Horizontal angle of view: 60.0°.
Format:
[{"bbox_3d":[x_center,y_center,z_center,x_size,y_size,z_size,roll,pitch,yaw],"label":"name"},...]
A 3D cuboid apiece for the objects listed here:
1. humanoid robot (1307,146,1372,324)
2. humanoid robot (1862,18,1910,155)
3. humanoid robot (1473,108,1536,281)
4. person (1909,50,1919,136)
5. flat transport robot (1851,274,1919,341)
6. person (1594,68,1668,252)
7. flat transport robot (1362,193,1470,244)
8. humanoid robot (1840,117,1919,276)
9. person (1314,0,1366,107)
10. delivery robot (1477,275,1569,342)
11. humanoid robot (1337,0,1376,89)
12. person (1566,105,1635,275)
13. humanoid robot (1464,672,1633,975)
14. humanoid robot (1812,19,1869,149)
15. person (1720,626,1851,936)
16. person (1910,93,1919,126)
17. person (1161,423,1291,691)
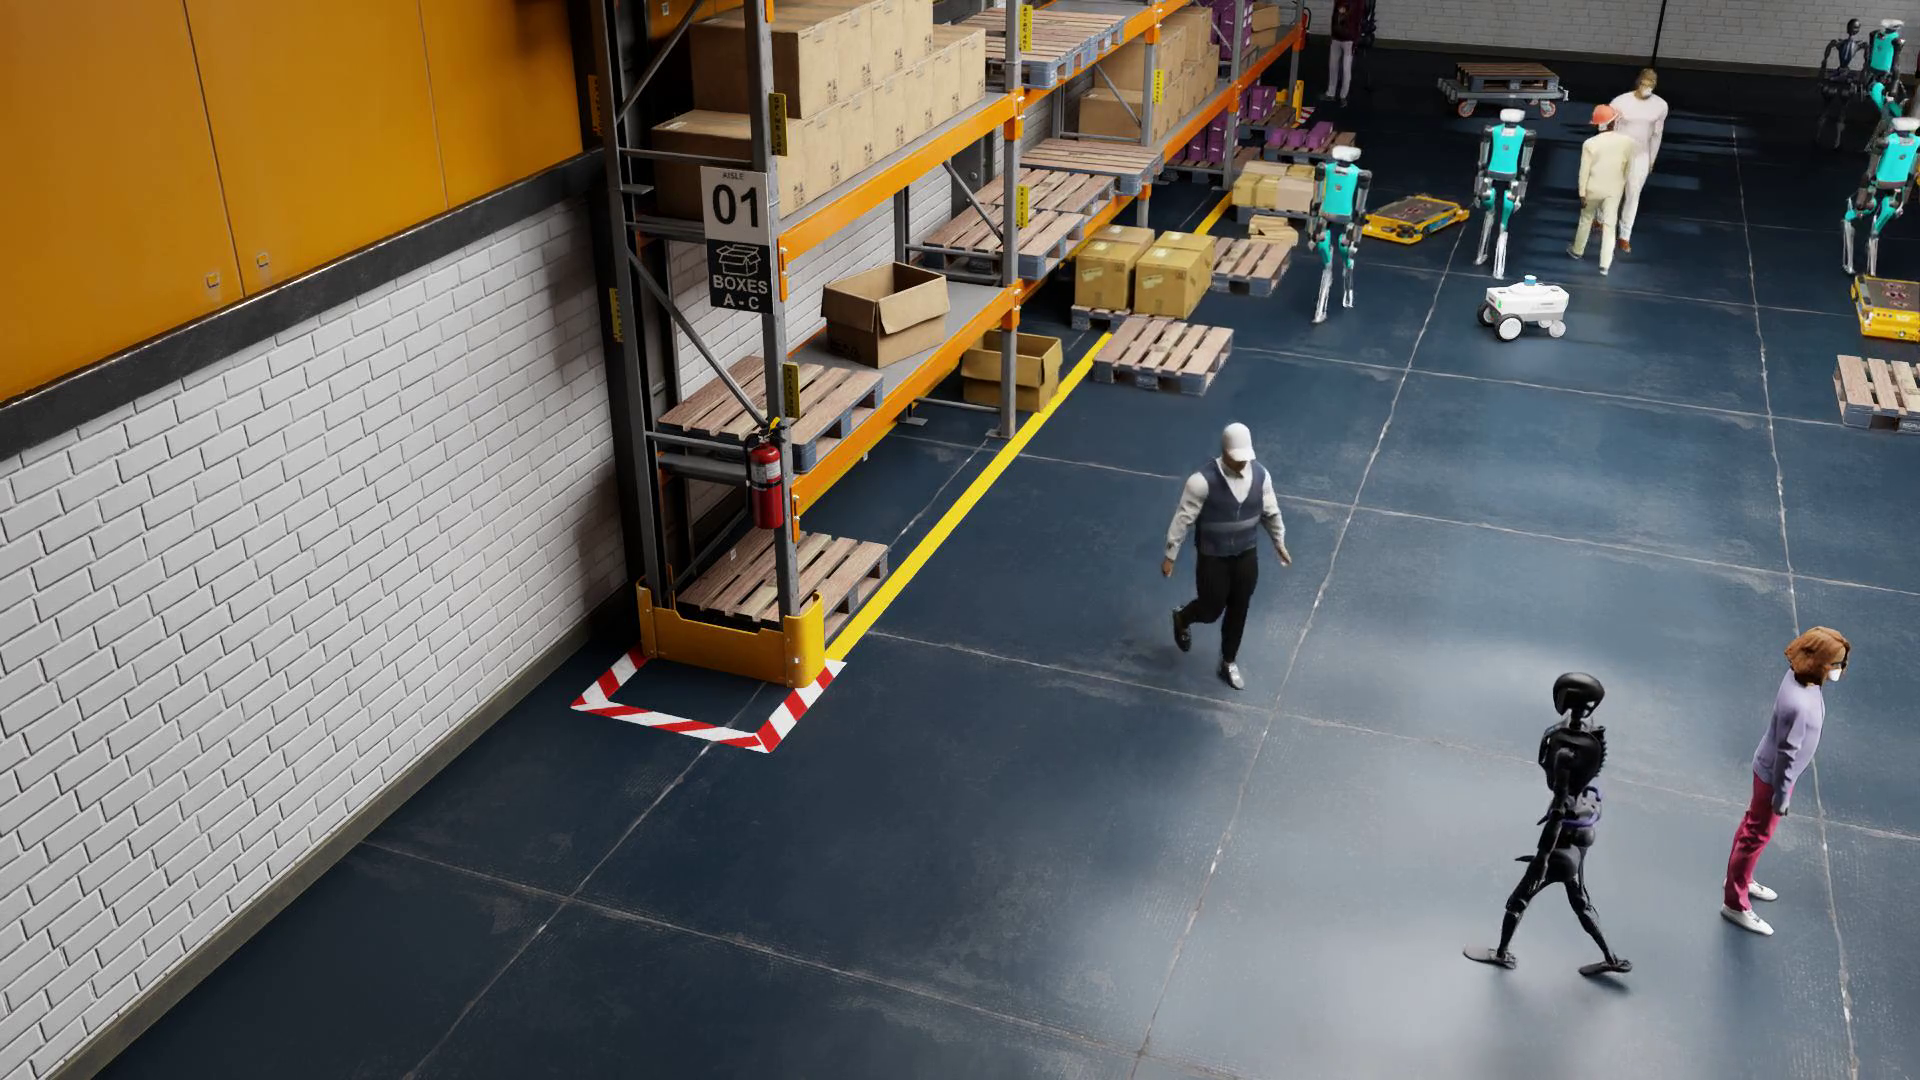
[{"bbox_3d":[3.664,-2.941,15.908,0.567,1.809,0.928,13,30,24],"label":"humanoid robot"},{"bbox_3d":[11.993,-5.802,21.436,0.798,1.804,0.556,-7,28,-13],"label":"humanoid robot"},{"bbox_3d":[5.604,-3.629,17.204,0.541,1.772,0.857,10,29,19],"label":"humanoid robot"},{"bbox_3d":[13.126,-6.290,22.235,0.634,1.841,0.429,11,29,21],"label":"person"},{"bbox_3d":[9.059,-2.248,16.112,0.659,0.231,1.431,10,29,19],"label":"flat transport robot"},{"bbox_3d":[7.247,-4.160,18.037,0.639,1.914,0.854,4,28,7],"label":"person"},{"bbox_3d":[5.134,-3.635,18.801,0.659,0.231,1.431,22,35,36],"label":"flat transport robot"},{"bbox_3d":[9.251,-3.458,16.880,0.550,1.788,0.834,0,27,0],"label":"humanoid robot"},{"bbox_3d":[5.489,-7.243,24.021,0.705,1.903,0.455,24,36,38],"label":"person"},{"bbox_3d":[5.328,-2.198,15.697,0.782,0.589,0.499,-3,27,-5],"label":"delivery robot"},{"bbox_3d":[6.031,-7.661,25.105,0.611,1.628,0.709,-23,35,-37],"label":"humanoid robot"},{"bbox_3d":[6.673,-3.657,17.286,0.572,1.688,0.876,2,27,3],"label":"person"},{"bbox_3d":[2.825,1.346,7.656,0.752,1.630,0.589,13,30,23],"label":"humanoid robot"},{"bbox_3d":[11.569,-5.986,21.839,0.611,1.646,0.555,14,30,25],"label":"humanoid robot"},{"bbox_3d":[3.986,1.136,8.056,0.286,1.632,0.499,15,31,27],"label":"person"},{"bbox_3d":[13.451,-6.524,22.803,0.511,1.727,0.602,-3,27,-5],"label":"person"},{"bbox_3d":[1.586,0.058,10.034,0.794,1.737,0.579,-9,29,-17],"label":"person"}]
